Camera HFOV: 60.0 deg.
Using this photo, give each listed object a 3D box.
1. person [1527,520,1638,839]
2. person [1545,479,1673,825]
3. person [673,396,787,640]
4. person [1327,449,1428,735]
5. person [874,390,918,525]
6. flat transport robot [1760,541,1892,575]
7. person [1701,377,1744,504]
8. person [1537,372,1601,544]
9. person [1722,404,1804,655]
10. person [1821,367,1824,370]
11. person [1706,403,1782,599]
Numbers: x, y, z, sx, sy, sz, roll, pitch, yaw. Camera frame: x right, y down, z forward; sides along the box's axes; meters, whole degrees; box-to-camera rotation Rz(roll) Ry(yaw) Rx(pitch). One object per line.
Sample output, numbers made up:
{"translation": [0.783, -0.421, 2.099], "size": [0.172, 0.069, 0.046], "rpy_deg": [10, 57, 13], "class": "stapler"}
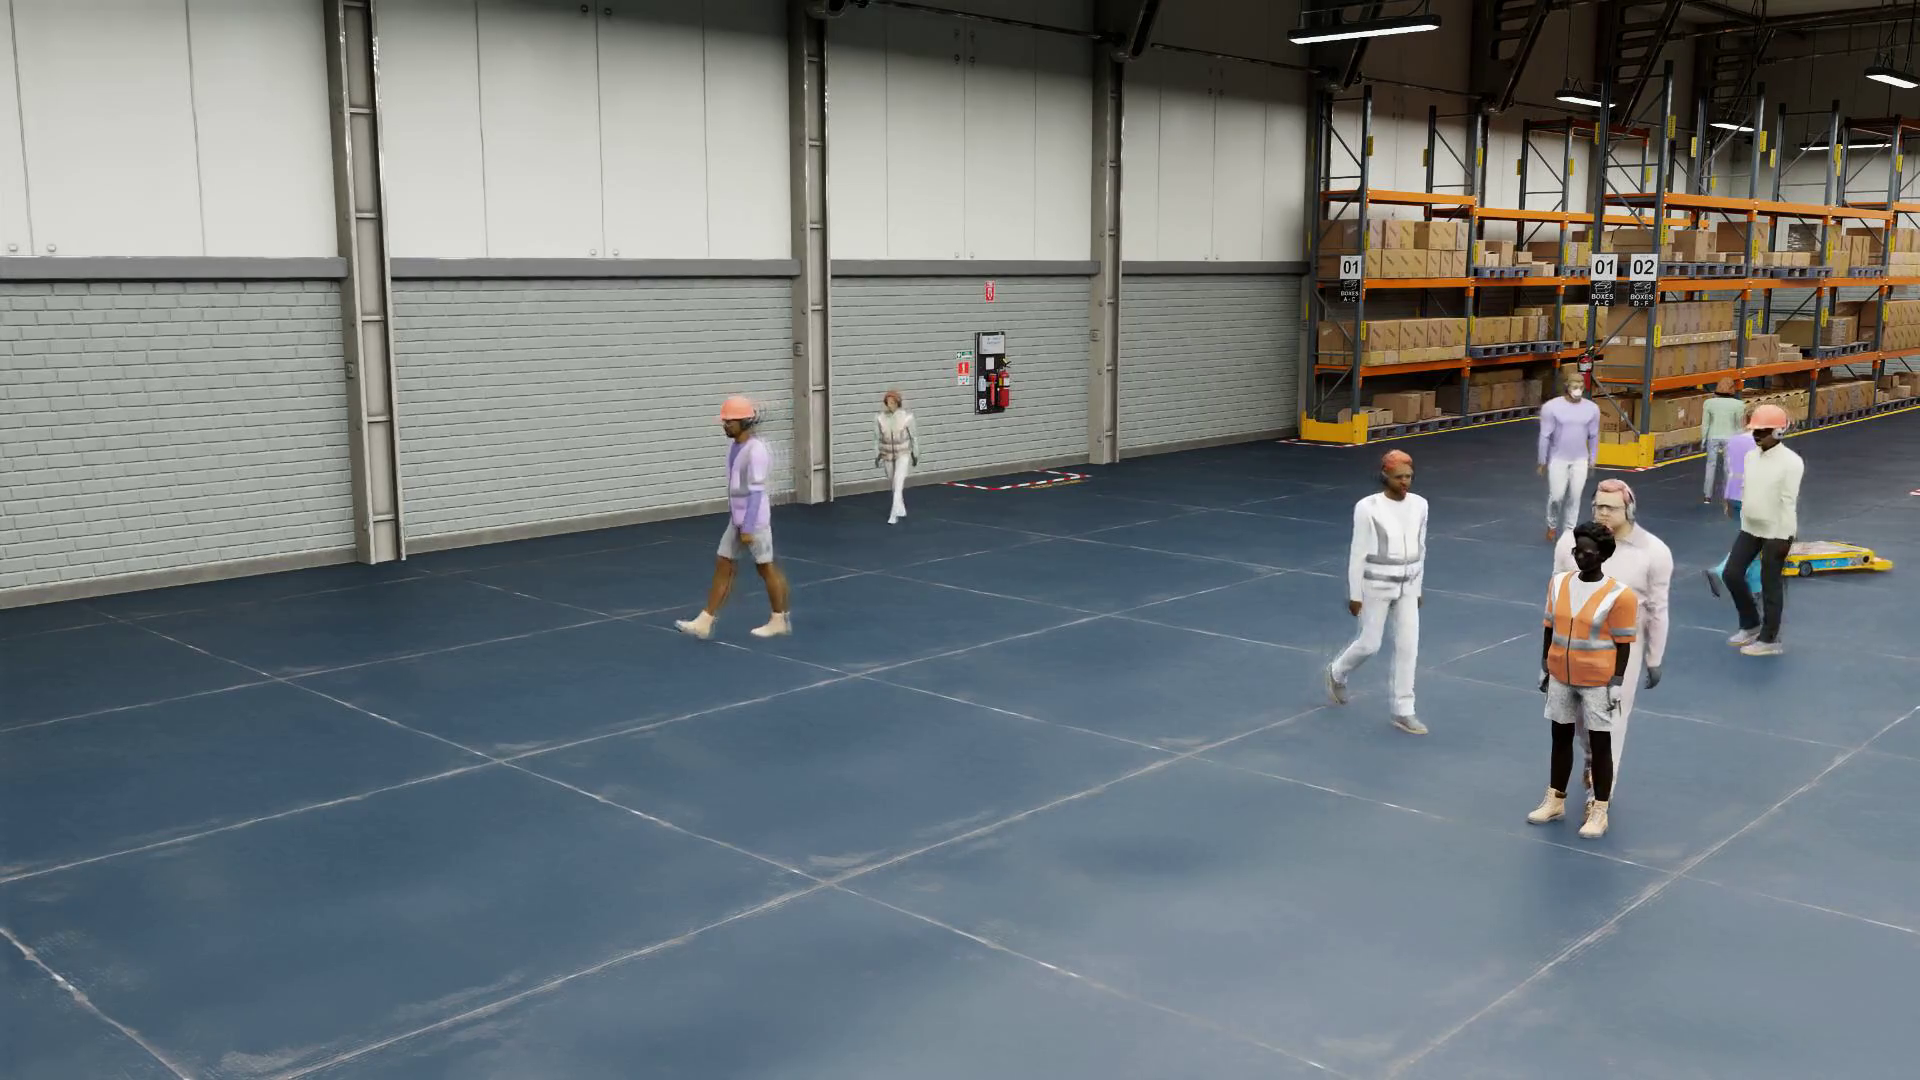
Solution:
{"translation": [3.336, 0.736, 8.909], "size": [0.318, 1.699, 0.533], "rpy_deg": [-7, 12, -37], "class": "person"}
{"translation": [3.604, 0.585, 9.268], "size": [0.672, 1.893, 0.737], "rpy_deg": [7, 12, 38], "class": "person"}
{"translation": [-1.831, -0.150, 13.389], "size": [1.003, 1.995, 0.639], "rpy_deg": [-6, 11, -32], "class": "person"}
{"translation": [2.795, 0.309, 11.048], "size": [0.576, 1.862, 0.825], "rpy_deg": [-4, 10, -22], "class": "person"}
{"translation": [-0.746, -1.019, 19.947], "size": [0.520, 1.585, 0.845], "rpy_deg": [2, 10, 14], "class": "person"}
{"translation": [8.508, 0.175, 16.669], "size": [1.431, 0.197, 0.652], "rpy_deg": [-3, 10, -16], "class": "flat transport robot"}
{"translation": [9.771, -1.270, 21.333], "size": [0.502, 1.633, 0.280], "rpy_deg": [6, 11, 33], "class": "person"}
{"translation": [6.545, -0.849, 17.886], "size": [0.651, 1.922, 0.454], "rpy_deg": [0, 9, 2], "class": "person"}
{"translation": [6.260, -0.067, 12.972], "size": [0.444, 1.979, 0.615], "rpy_deg": [-3, 10, -18], "class": "person"}
{"translation": [18.299, -3.797, 35.862], "size": [0.609, 1.933, 0.941], "rpy_deg": [8, 12, 39], "class": "person"}
{"translation": [7.140, -0.335, 15.118], "size": [0.697, 1.802, 0.610], "rpy_deg": [-3, 10, -18], "class": "person"}
